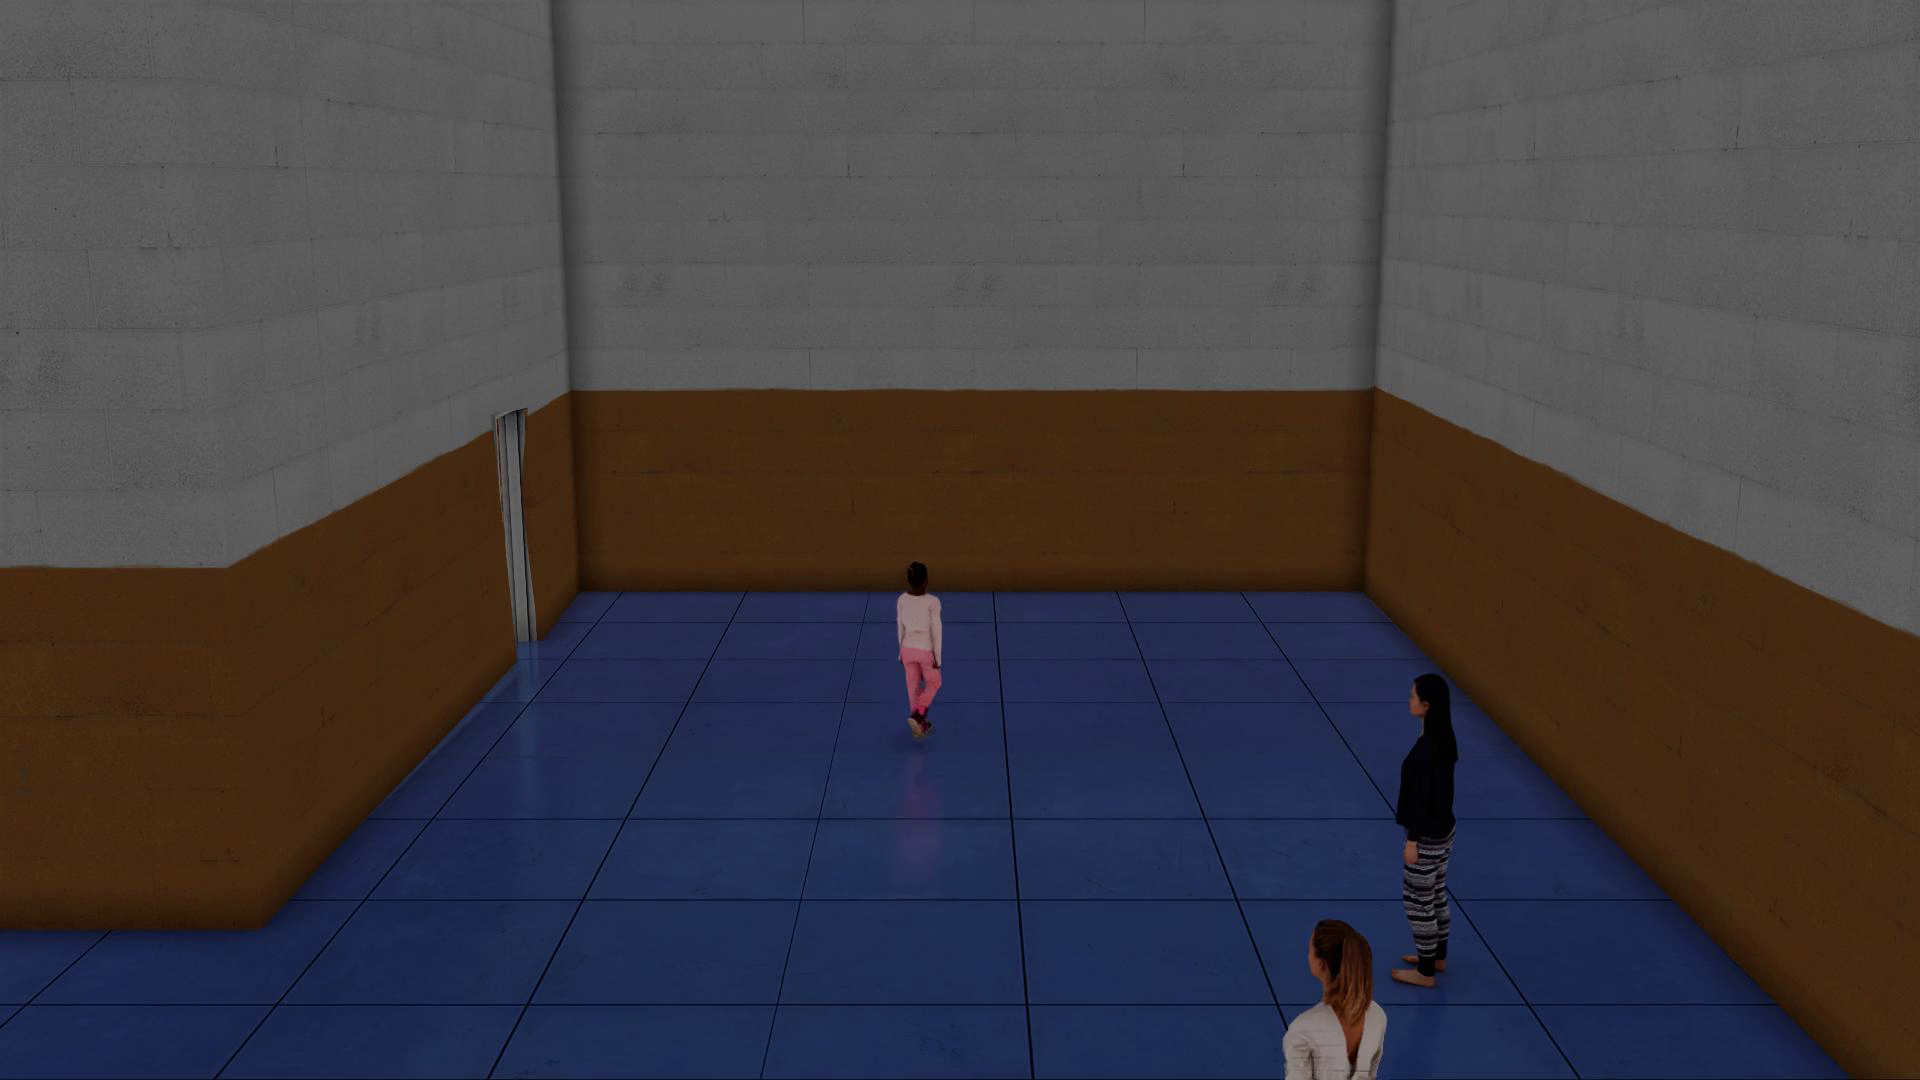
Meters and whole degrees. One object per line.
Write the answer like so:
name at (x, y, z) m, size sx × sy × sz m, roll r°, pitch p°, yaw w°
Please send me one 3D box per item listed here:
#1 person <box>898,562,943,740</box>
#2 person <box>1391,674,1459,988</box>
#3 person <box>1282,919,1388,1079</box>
person at (-0.333, 0.875, 12.965) m, size 0.784 × 1.430 × 0.759 m, roll 5°, pitch 13°, yaw 21°
person at (2.545, 1.556, 9.002) m, size 0.691 × 1.731 × 0.679 m, roll 8°, pitch 14°, yaw 32°
person at (1.373, 2.217, 5.938) m, size 0.867 × 1.700 × 0.873 m, roll -5°, pitch 13°, yaw -24°
